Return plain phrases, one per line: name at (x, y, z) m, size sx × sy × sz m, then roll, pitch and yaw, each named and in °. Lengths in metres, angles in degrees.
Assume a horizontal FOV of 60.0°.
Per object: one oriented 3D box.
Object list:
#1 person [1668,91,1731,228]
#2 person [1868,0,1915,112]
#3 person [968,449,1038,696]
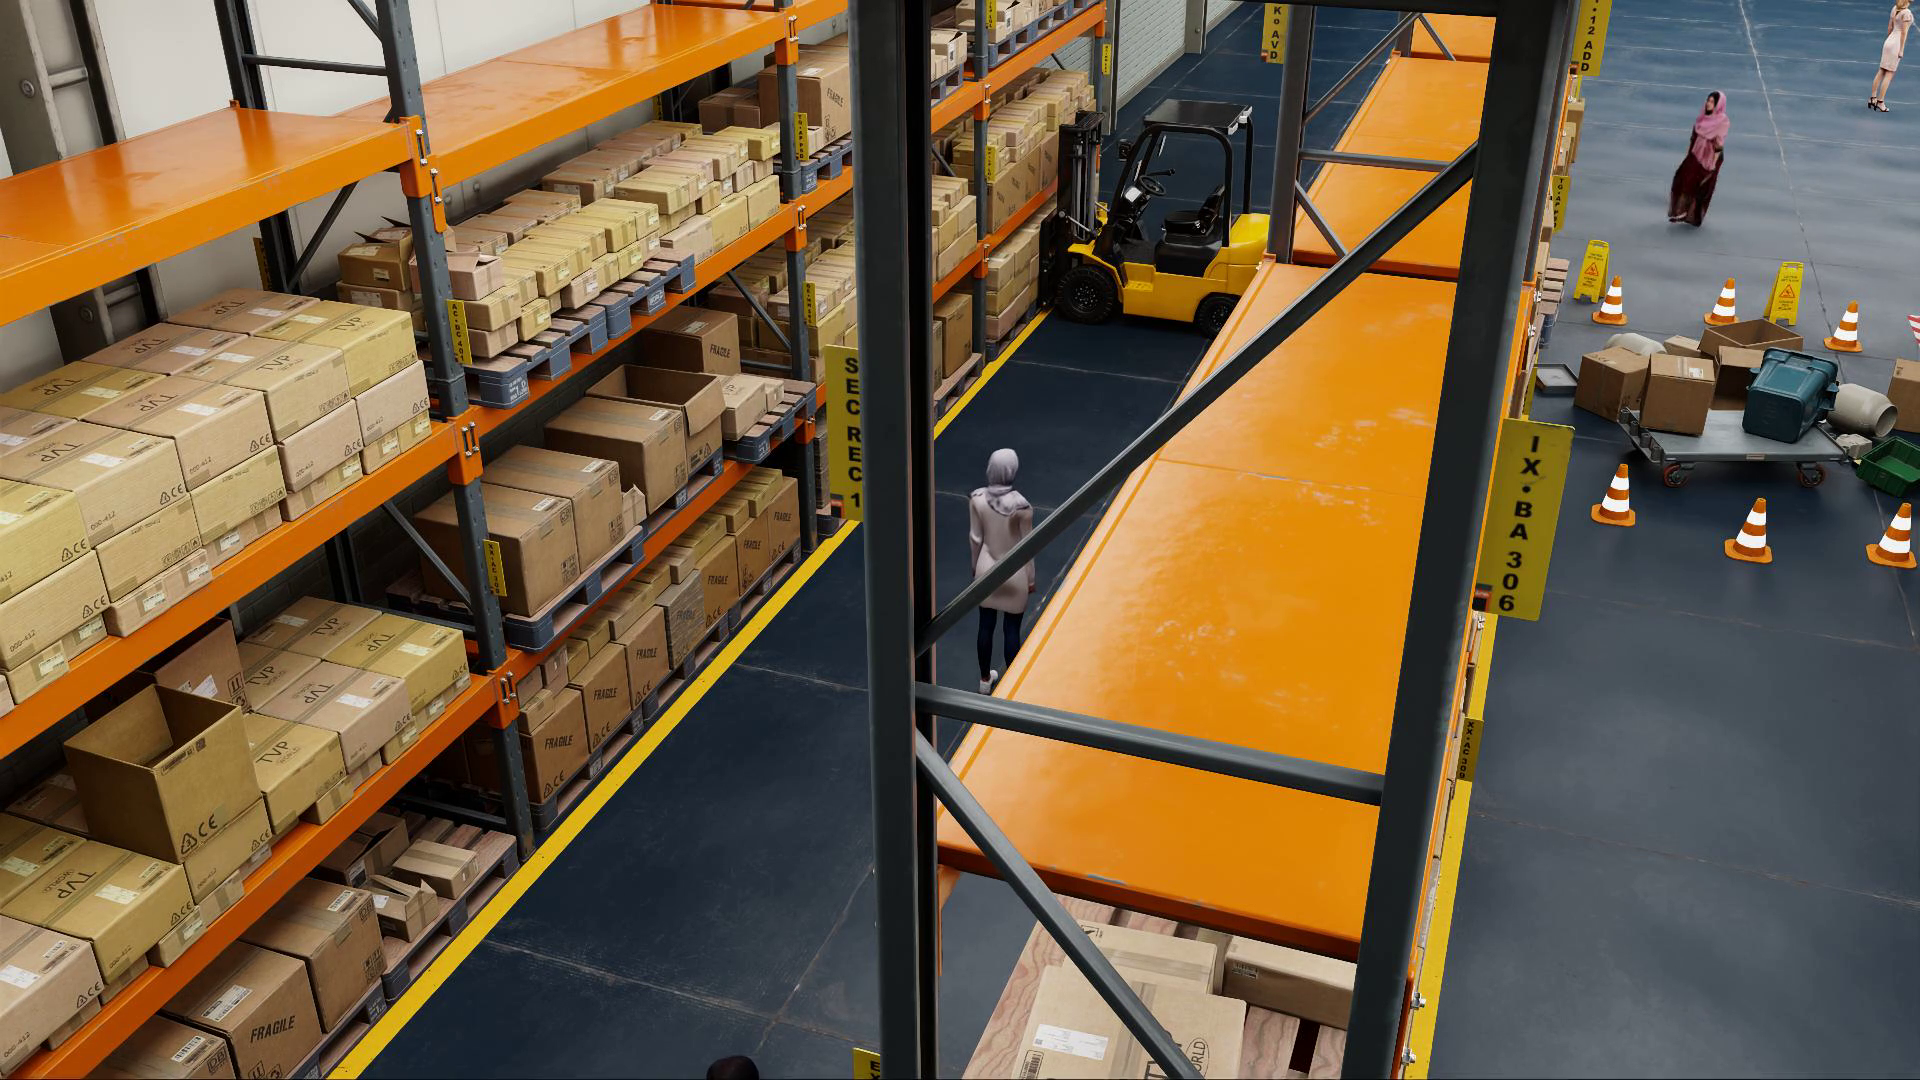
person at (9.044, -4.628, 20.110) m, size 0.915 × 1.642 × 0.858 m, roll -15°, pitch 31°, yaw -26°
person at (14.143, -7.454, 25.218) m, size 0.704 × 1.830 × 0.561 m, roll -1°, pitch 28°, yaw -2°
person at (0.271, 0.229, 10.846) m, size 0.630 × 1.777 × 0.555 m, roll 13°, pitch 31°, yaw 23°
